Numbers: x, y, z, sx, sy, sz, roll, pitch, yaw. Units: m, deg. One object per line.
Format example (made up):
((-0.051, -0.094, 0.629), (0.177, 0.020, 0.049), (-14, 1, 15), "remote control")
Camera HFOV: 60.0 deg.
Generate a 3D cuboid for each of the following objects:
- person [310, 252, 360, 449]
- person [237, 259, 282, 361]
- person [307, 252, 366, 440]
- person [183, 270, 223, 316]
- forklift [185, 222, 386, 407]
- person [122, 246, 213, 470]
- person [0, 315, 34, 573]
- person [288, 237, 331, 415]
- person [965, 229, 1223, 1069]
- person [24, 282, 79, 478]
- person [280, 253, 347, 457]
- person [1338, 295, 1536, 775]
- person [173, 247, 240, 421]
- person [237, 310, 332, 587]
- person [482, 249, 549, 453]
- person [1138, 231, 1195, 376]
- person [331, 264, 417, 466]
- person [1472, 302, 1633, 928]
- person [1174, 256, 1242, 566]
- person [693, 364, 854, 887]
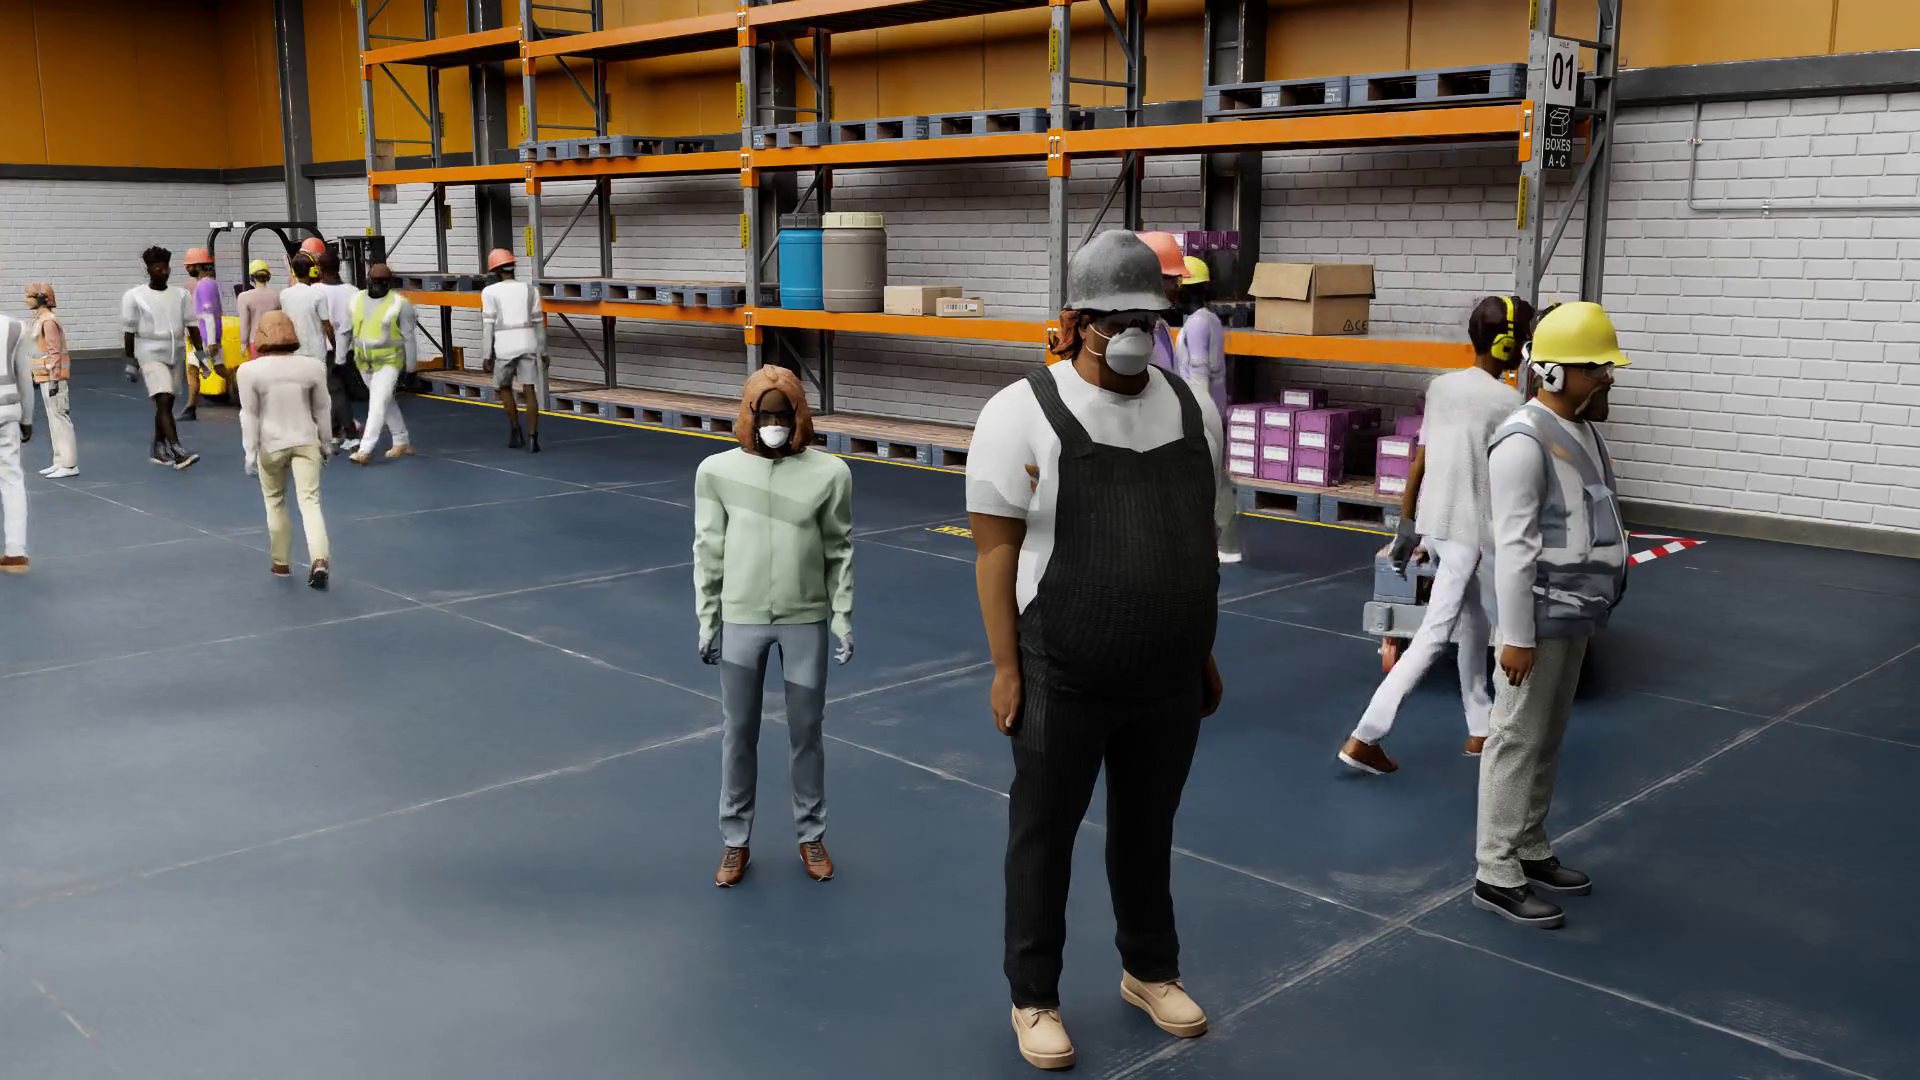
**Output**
((-5.991, -1.813, 15.910), (0.996, 1.872, 0.606), (10, 14, 43), "person")
((-7.412, -2.097, 17.734), (0.533, 1.765, 0.330), (-9, 14, -40), "person")
((-6.142, -1.874, 16.260), (0.832, 1.853, 0.595), (-4, 11, -20), "person")
((-9.760, -2.788, 21.507), (0.526, 1.765, 0.329), (2, 11, 13), "person")
((-8.169, -2.758, 20.163), (2.313, 2.155, 1.214), (-10, 14, -44), "forklift")
((-6.861, -1.574, 14.454), (0.986, 1.914, 0.613), (7, 12, 32), "person")
((-5.966, -0.740, 10.138), (0.979, 1.829, 0.596), (9, 14, 41), "person")
((-7.126, -2.340, 18.430), (0.613, 1.994, 0.395), (3, 11, 18), "person")
((0.388, 0.267, 4.088), (0.682, 2.000, 0.537), (-5, 11, -24), "person")
((-7.615, -1.337, 13.929), (0.310, 1.638, 0.523), (-7, 13, -35), "person")
((-5.912, -1.682, 15.203), (0.524, 1.867, 0.381), (4, 11, 19), "person")
((1.822, -0.007, 6.239), (0.919, 1.815, 0.536), (-3, 11, -18), "person")
((-8.184, -2.248, 18.210), (0.966, 1.900, 0.558), (-3, 11, -18), "person")
((-3.893, -0.534, 9.661), (0.506, 1.601, 0.790), (-7, 12, -32), "person")
((-4.189, -1.774, 15.617), (0.642, 1.885, 0.771), (-6, 12, -30), "person")
((0.851, -0.332, 7.368), (0.408, 2.041, 0.612), (4, 11, 21), "person")
((-5.185, -1.564, 14.819), (0.640, 1.773, 1.006), (3, 11, 17), "person")
((1.760, 0.213, 4.950), (0.404, 1.830, 0.601), (8, 13, 36), "person")
((1.331, -0.778, 10.198), (0.935, 1.881, 0.620), (3, 11, 17), "person")
((-0.576, 0.268, 5.196), (0.498, 1.633, 0.286), (-2, 11, -8), "person")
